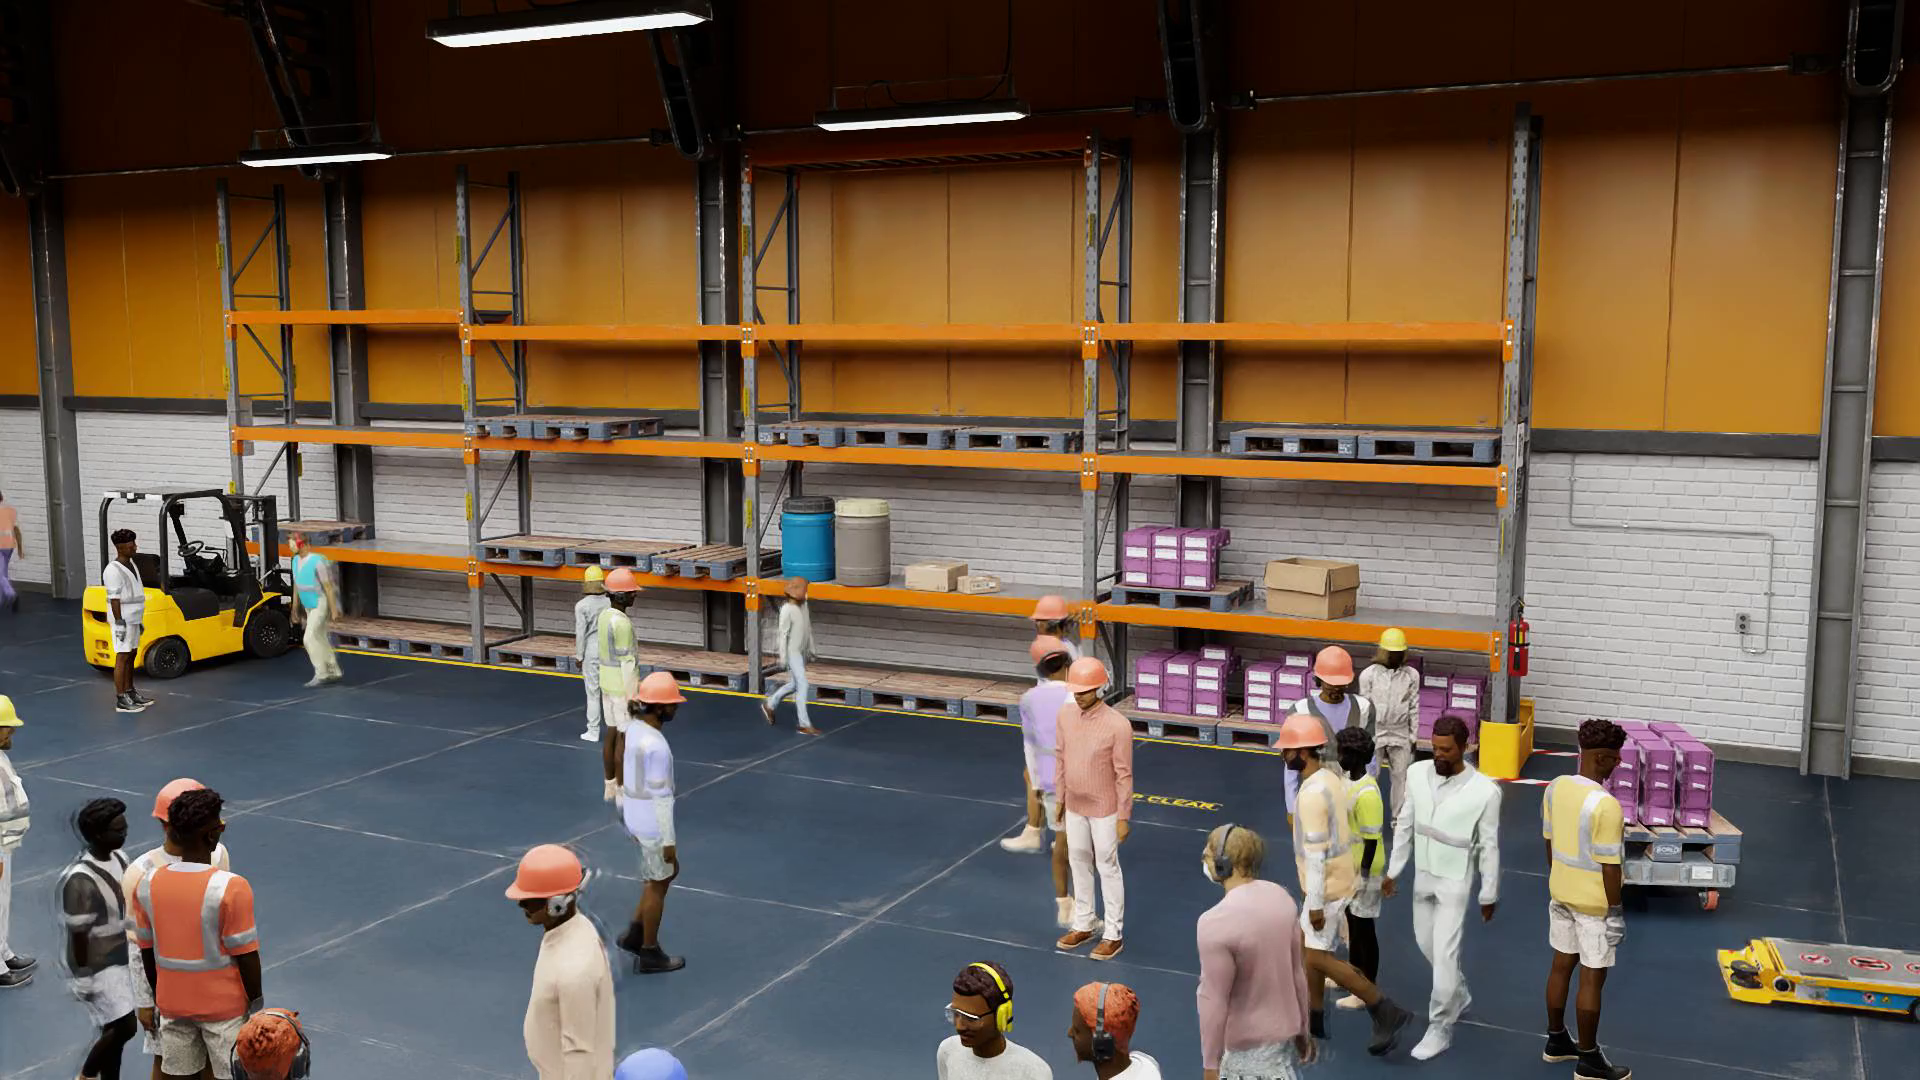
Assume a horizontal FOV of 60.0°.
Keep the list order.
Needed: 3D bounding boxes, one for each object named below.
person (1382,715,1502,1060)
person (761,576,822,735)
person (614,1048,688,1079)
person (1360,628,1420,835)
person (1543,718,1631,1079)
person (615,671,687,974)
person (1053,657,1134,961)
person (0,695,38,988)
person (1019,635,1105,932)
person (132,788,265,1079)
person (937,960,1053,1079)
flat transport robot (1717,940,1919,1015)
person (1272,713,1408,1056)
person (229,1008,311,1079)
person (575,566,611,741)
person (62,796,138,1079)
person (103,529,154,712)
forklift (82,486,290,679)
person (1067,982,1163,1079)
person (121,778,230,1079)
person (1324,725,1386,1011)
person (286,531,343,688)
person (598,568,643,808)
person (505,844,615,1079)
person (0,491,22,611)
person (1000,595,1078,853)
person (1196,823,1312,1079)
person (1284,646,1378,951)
[{"bbox_3d":[2.753,1.906,9.412,0.740,1.895,0.603,-5,9,-36],"label":"person"},{"bbox_3d":[-1.711,1.143,16.860,0.730,1.602,0.493,3,7,21],"label":"person"},{"bbox_3d":[-1.003,2.429,5.134,1.055,1.892,0.611,7,10,44],"label":"person"},{"bbox_3d":[3.378,1.543,13.085,0.486,1.735,0.363,0,7,-2],"label":"person"},{"bbox_3d":[3.390,1.926,8.980,0.376,1.959,0.603,-2,7,-13],"label":"person"},{"bbox_3d":[-1.894,1.769,10.423,0.402,1.920,0.576,-3,8,-26],"label":"person"},{"bbox_3d":[0.832,1.714,10.688,0.434,1.976,0.613,-7,10,-44],"label":"person"},{"bbox_3d":[-5.928,1.848,10.214,0.403,1.817,0.605,-4,8,-28],"label":"person"},{"bbox_3d":[0.705,1.648,11.221,0.755,1.976,0.429,6,9,41],"label":"person"},{"bbox_3d":[-3.428,2.092,7.575,0.606,1.967,0.367,2,7,13],"label":"person"},{"bbox_3d":[0.104,2.363,5.778,0.501,1.865,0.335,5,9,38],"label":"person"},{"bbox_3d":[5.385,2.638,10.011,1.431,0.197,0.652,2,7,17],"label":"flat transport robot"},{"bbox_3d":[2.104,1.922,9.293,0.754,1.906,0.560,3,7,21],"label":"person"},{"bbox_3d":[-2.158,2.414,5.299,0.579,1.879,0.352,0,7,-3],"label":"person"},{"bbox_3d":[-3.600,1.124,16.524,0.483,1.736,0.311,-5,9,-37],"label":"person"},{"bbox_3d":[-4.305,2.125,8.426,0.368,1.684,0.548,-1,7,-6],"label":"person"},{"bbox_3d":[-8.924,0.851,17.827,0.367,1.966,0.606,-1,7,-9],"label":"person"},{"bbox_3d":[-9.426,0.454,20.179,1.214,2.155,2.313,3,8,26],"label":"forklift"},{"bbox_3d":[0.524,2.385,5.549,0.355,1.876,0.574,3,7,20],"label":"person"},{"bbox_3d":[-3.657,2.074,7.900,0.381,1.931,0.547,4,8,28],"label":"person"},{"bbox_3d":[2.360,1.942,9.922,0.321,1.695,0.530,0,7,-1],"label":"person"},{"bbox_3d":[-7.373,0.787,19.013,0.638,1.802,0.579,-7,10,-44],"label":"person"},{"bbox_3d":[-2.875,1.255,14.179,0.376,2.044,0.607,-4,8,-31],"label":"person"},{"bbox_3d":[-1.540,2.182,6.778,0.596,1.974,0.620,-2,7,-15],"label":"person"},{"bbox_3d":[-14.053,0.136,24.393,0.867,1.811,0.576,4,8,30],"label":"person"},{"bbox_3d":[0.640,1.425,12.847,0.839,2.013,0.645,1,7,12],"label":"person"},{"bbox_3d":[1.303,2.185,7.322,1.107,1.865,0.644,6,9,40],"label":"person"},{"bbox_3d":[2.409,1.678,10.767,0.623,2.028,0.410,-1,7,-8],"label":"person"}]
